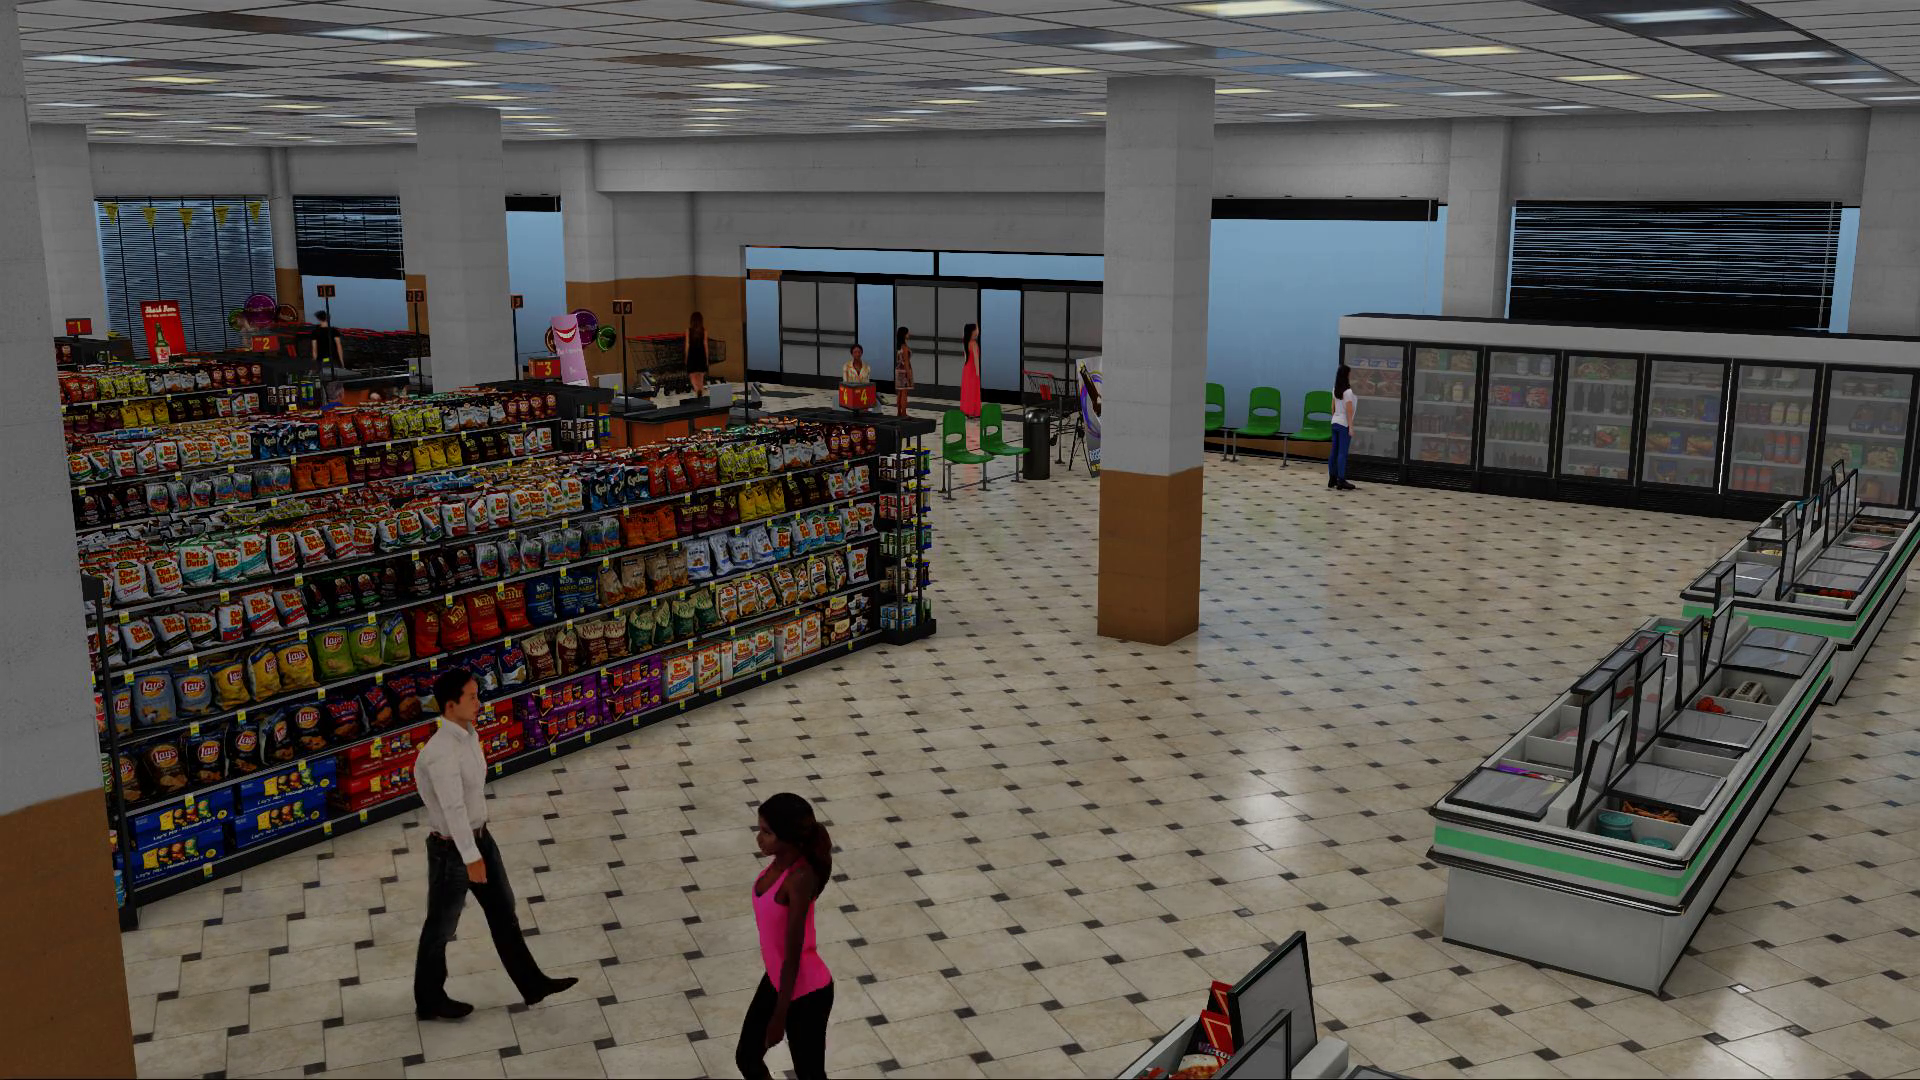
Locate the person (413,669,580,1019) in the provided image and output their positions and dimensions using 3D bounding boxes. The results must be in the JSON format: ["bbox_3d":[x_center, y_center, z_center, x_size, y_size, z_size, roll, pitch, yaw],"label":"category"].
[{"bbox_3d":[-2.522,1.505,8.065,1.065,1.780,1.091,1,12,2],"label":"person"}]

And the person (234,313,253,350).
[{"bbox_3d":[-13.795,-3.558,32.354,0.900,1.681,0.843,-1,12,-6],"label":"person"}]

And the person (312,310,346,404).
[{"bbox_3d":[-11.532,-3.224,30.325,0.849,1.864,0.911,-2,12,-8],"label":"person"}]

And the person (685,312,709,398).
[{"bbox_3d":[-4.852,-3.286,30.717,0.892,1.822,0.920,-4,12,-17],"label":"person"}]

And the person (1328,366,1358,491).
[{"bbox_3d":[5.209,-1.527,22.698,0.716,1.685,0.684,-4,12,-17],"label":"person"}]

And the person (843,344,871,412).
[{"bbox_3d":[-1.546,-2.038,24.865,0.660,1.792,0.744,-4,12,-17],"label":"person"}]

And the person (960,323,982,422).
[{"bbox_3d":[0.205,-2.982,29.507,0.731,1.725,0.712,-5,13,-24],"label":"person"}]

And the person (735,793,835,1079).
[{"bbox_3d":[-0.574,1.825,6.724,0.820,1.707,0.746,-4,13,-19],"label":"person"}]

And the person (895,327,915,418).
[{"bbox_3d":[-1.015,-2.994,29.762,0.733,1.645,0.724,-4,13,-20],"label":"person"}]
